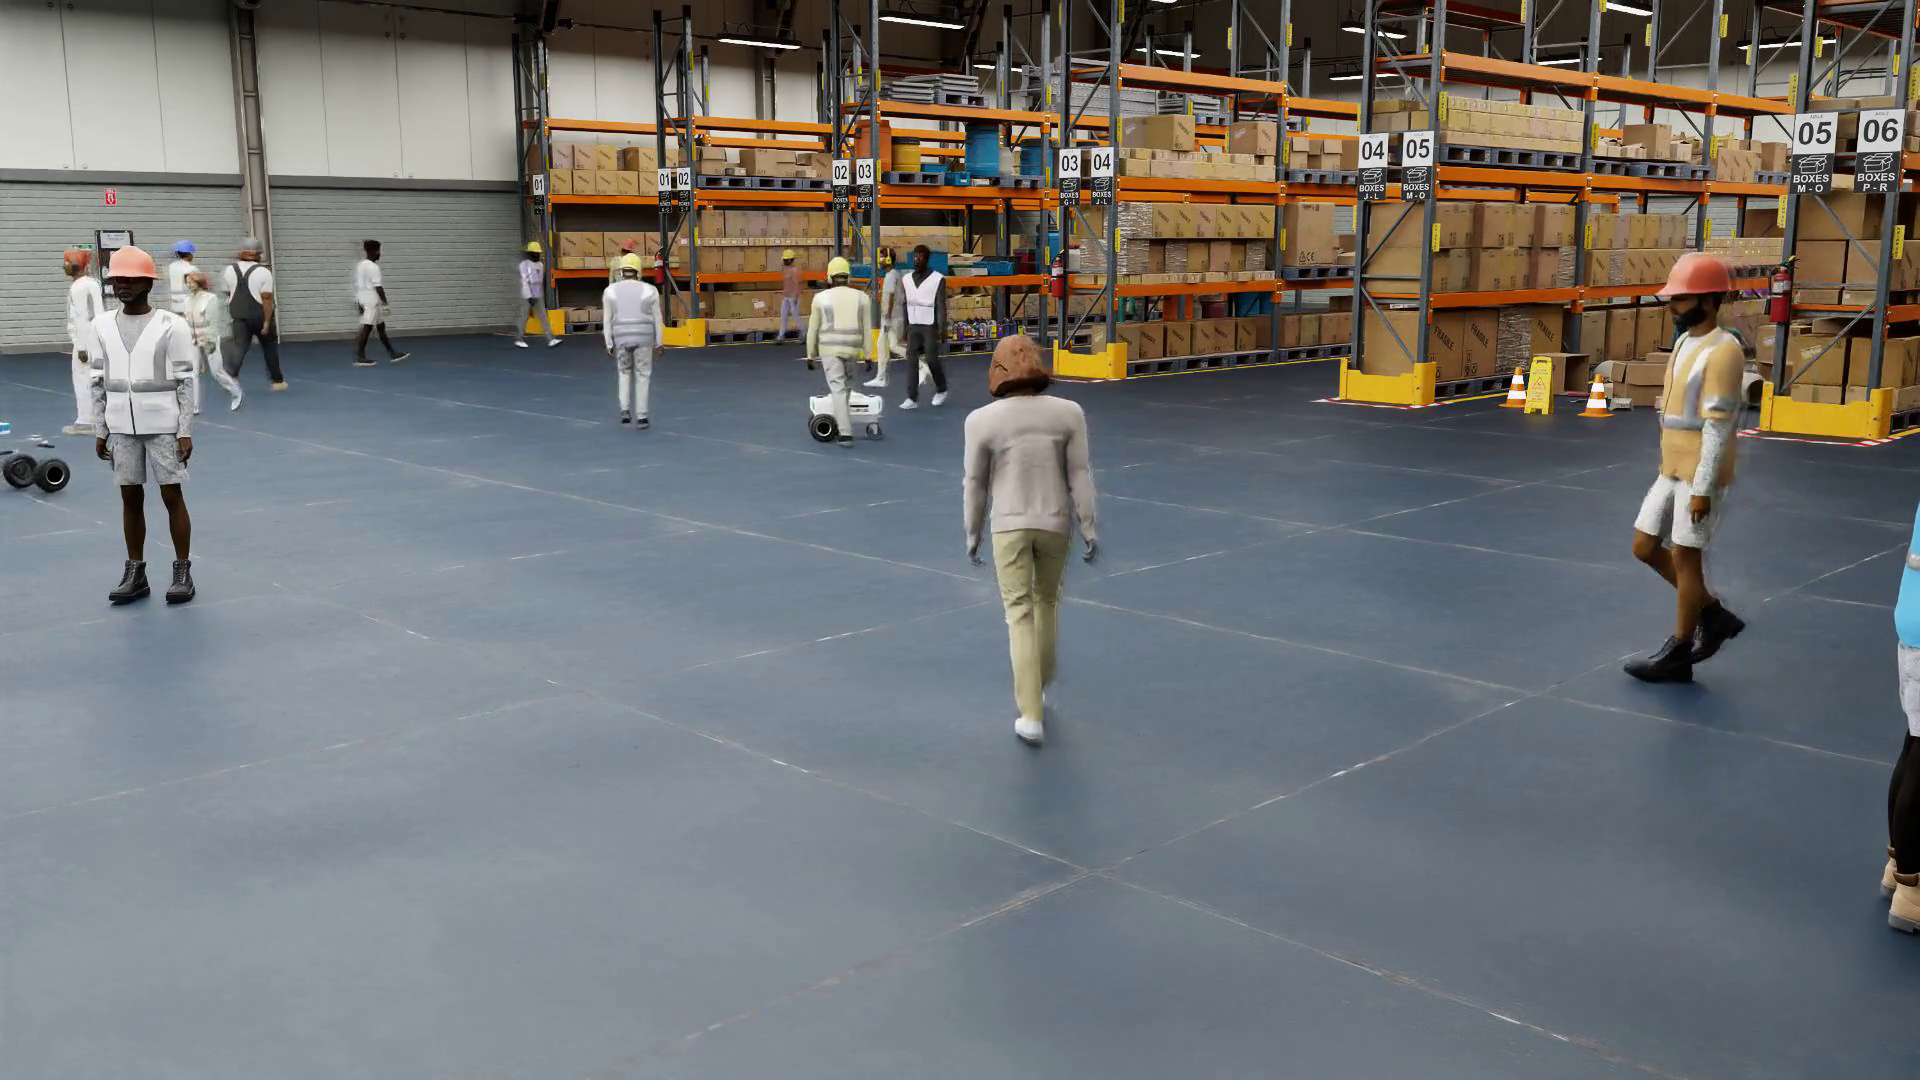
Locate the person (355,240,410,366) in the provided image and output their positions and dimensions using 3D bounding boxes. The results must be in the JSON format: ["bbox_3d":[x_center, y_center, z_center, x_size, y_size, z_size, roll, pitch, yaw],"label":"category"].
[{"bbox_3d":[-8.990,-3.678,25.781,0.959,1.918,0.640,-8,13,-36],"label":"person"}]

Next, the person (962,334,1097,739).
[{"bbox_3d":[0.266,-0.034,6.797,0.521,1.594,0.738,-2,11,-10],"label":"person"}]

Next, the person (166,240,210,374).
[{"bbox_3d":[-11.237,-3.384,24.174,0.635,1.931,0.477,4,11,23],"label":"person"}]

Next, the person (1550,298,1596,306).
[{"bbox_3d":[9.737,-3.759,26.332,0.660,1.886,1.006,9,14,41],"label":"person"}]

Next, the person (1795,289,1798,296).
[{"bbox_3d":[16.624,-4.883,32.242,1.021,1.979,0.641,3,11,14],"label":"person"}]

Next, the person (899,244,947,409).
[{"bbox_3d":[-0.409,-2.504,19.476,0.603,1.901,0.754,7,12,32],"label":"person"}]

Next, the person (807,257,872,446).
[{"bbox_3d":[-1.194,-1.829,16.096,0.617,1.781,0.914,-5,11,-24],"label":"person"}]

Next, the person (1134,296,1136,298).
[{"bbox_3d":[3.447,-5.160,34.319,0.531,1.769,0.318,9,14,41],"label":"person"}]

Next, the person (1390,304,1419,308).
[{"bbox_3d":[6.480,-3.346,24.099,0.574,1.884,0.355,10,14,43],"label":"person"}]

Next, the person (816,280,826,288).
[{"bbox_3d":[-2.741,-5.217,34.528,0.592,1.809,0.829,9,14,40],"label":"person"}]

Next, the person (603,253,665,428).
[{"bbox_3d":[-3.408,-2.088,17.451,0.602,1.815,0.493,0,10,2],"label":"person"}]

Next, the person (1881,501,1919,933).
[{"bbox_3d":[2.878,0.285,4.807,0.318,1.700,0.534,5,12,27],"label":"person"}]

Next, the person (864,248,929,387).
[{"bbox_3d":[-0.850,-2.951,22.088,0.795,1.839,0.527,-2,11,-10],"label":"person"}]

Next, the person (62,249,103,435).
[{"bbox_3d":[-8.772,-2.010,16.866,0.690,1.867,0.582,-1,10,-7],"label":"person"}]

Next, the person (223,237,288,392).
[{"bbox_3d":[-9.102,-2.892,21.315,0.678,2.000,1.033,1,10,6],"label":"person"}]

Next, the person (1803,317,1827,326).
[{"bbox_3d":[13.424,-3.717,26.101,0.532,1.889,0.588,-2,11,-9],"label":"person"}]

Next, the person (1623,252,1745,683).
[{"bbox_3d":[3.276,-0.309,7.428,0.453,1.924,0.568,0,10,2],"label":"person"}]

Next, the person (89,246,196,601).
[{"bbox_3d":[-4.476,-0.628,9.123,0.545,1.943,0.347,-1,10,-4],"label":"person"}]

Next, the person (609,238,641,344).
[{"bbox_3d":[-6.169,-4.625,30.884,0.635,1.958,0.874,4,11,22],"label":"person"}]

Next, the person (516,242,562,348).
[{"bbox_3d":[-7.568,-4.352,29.622,1.012,1.874,0.607,6,12,30],"label":"person"}]

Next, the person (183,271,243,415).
[{"bbox_3d":[-8.482,-2.225,18.736,0.517,1.612,0.732,4,11,20],"label":"person"}]

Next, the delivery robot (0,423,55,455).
[{"bbox_3d":[-7.470,-0.798,12.987,0.335,0.223,0.698,6,12,30],"label":"delivery robot"}]

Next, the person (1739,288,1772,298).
[{"bbox_3d":[15.105,-4.704,31.470,0.880,1.905,0.554,-8,13,-36],"label":"person"}]

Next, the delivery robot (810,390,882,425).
[{"bbox_3d":[-1.132,-1.315,16.516,0.707,0.478,0.477,-1,10,-7],"label":"delivery robot"}]

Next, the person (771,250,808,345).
[{"bbox_3d":[-3.110,-4.465,30.600,0.735,1.742,0.539,-7,13,-35],"label":"person"}]
